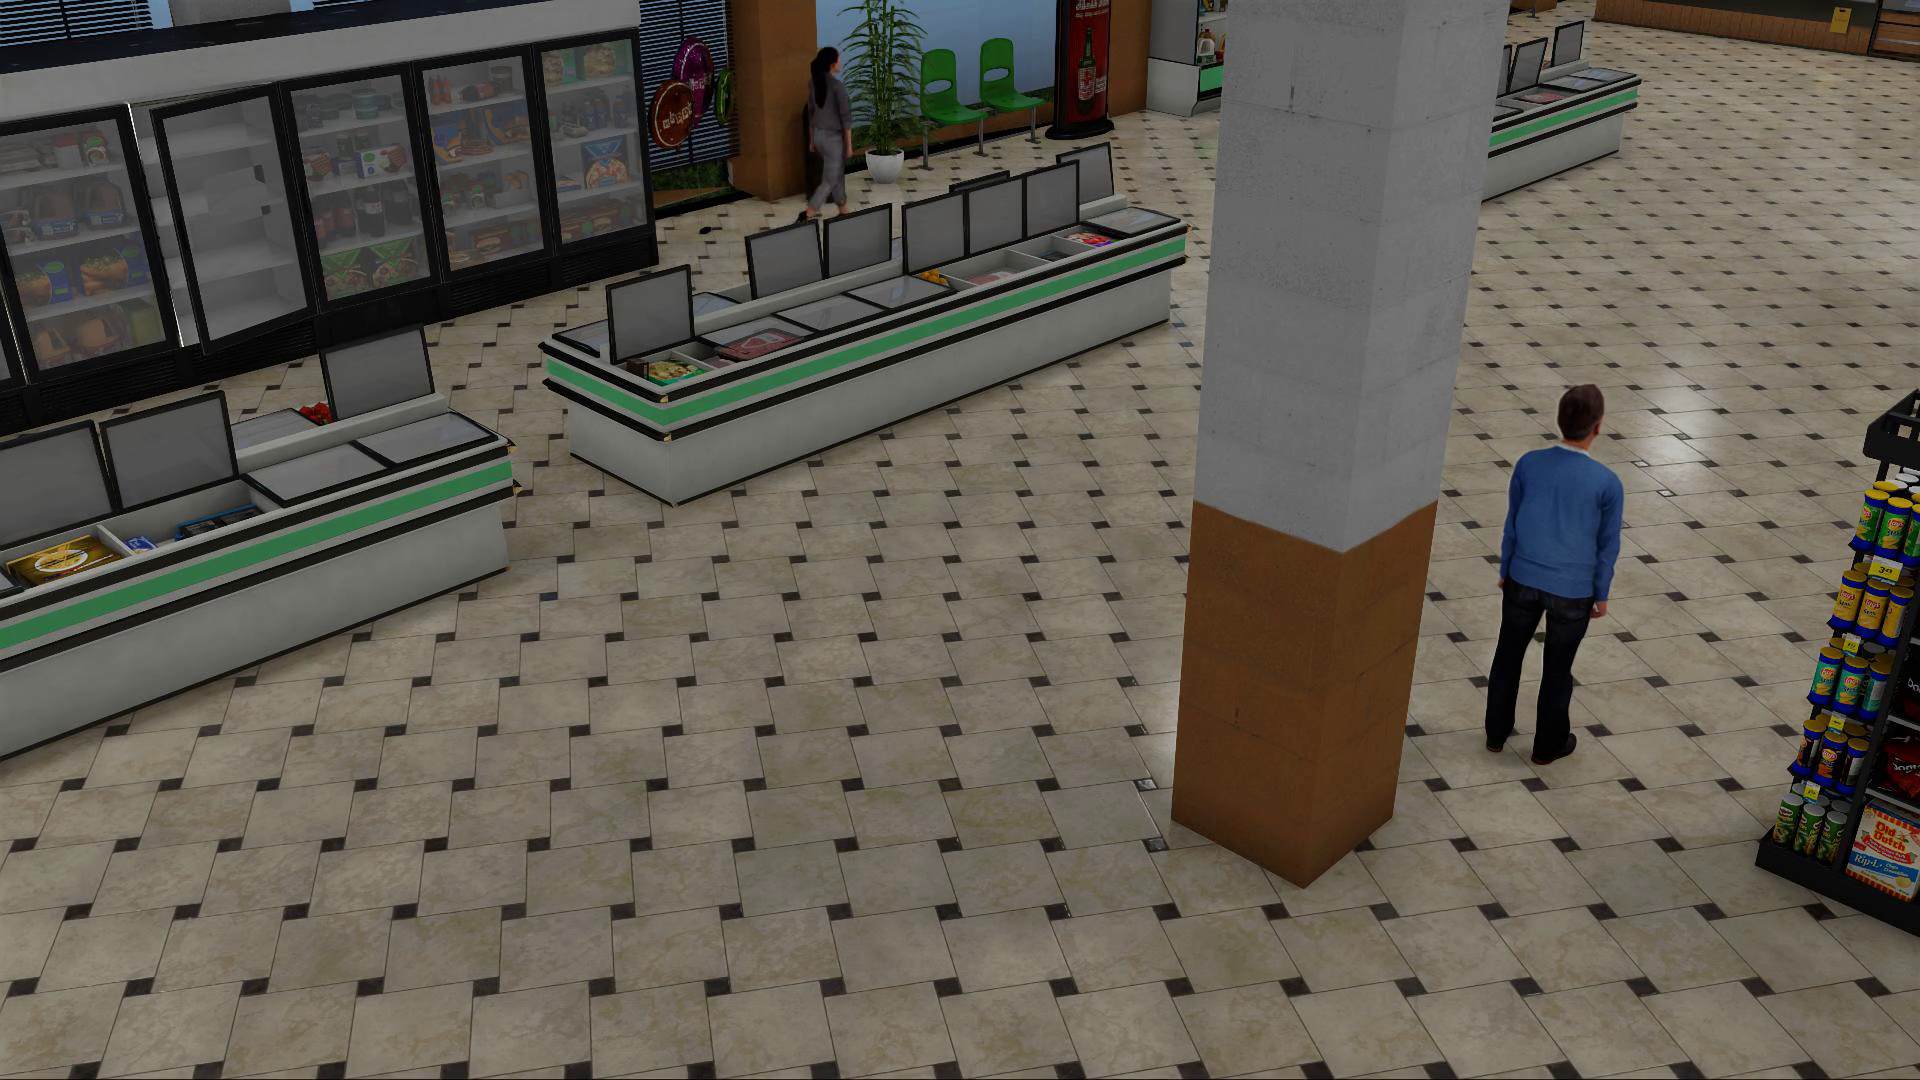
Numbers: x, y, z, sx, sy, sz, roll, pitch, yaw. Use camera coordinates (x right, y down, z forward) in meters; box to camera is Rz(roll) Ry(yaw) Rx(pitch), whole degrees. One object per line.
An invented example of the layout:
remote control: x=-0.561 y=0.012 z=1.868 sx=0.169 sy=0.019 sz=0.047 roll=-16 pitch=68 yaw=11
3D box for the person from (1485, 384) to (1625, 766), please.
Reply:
person: x=2.632 y=0.163 z=7.395 sx=0.682 sy=1.820 sz=0.616 roll=19 pitch=32 yaw=32

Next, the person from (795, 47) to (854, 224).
person: x=-1.217 y=-3.506 z=14.818 sx=0.638 sy=1.650 sz=1.059 roll=23 pitch=35 yaw=38
